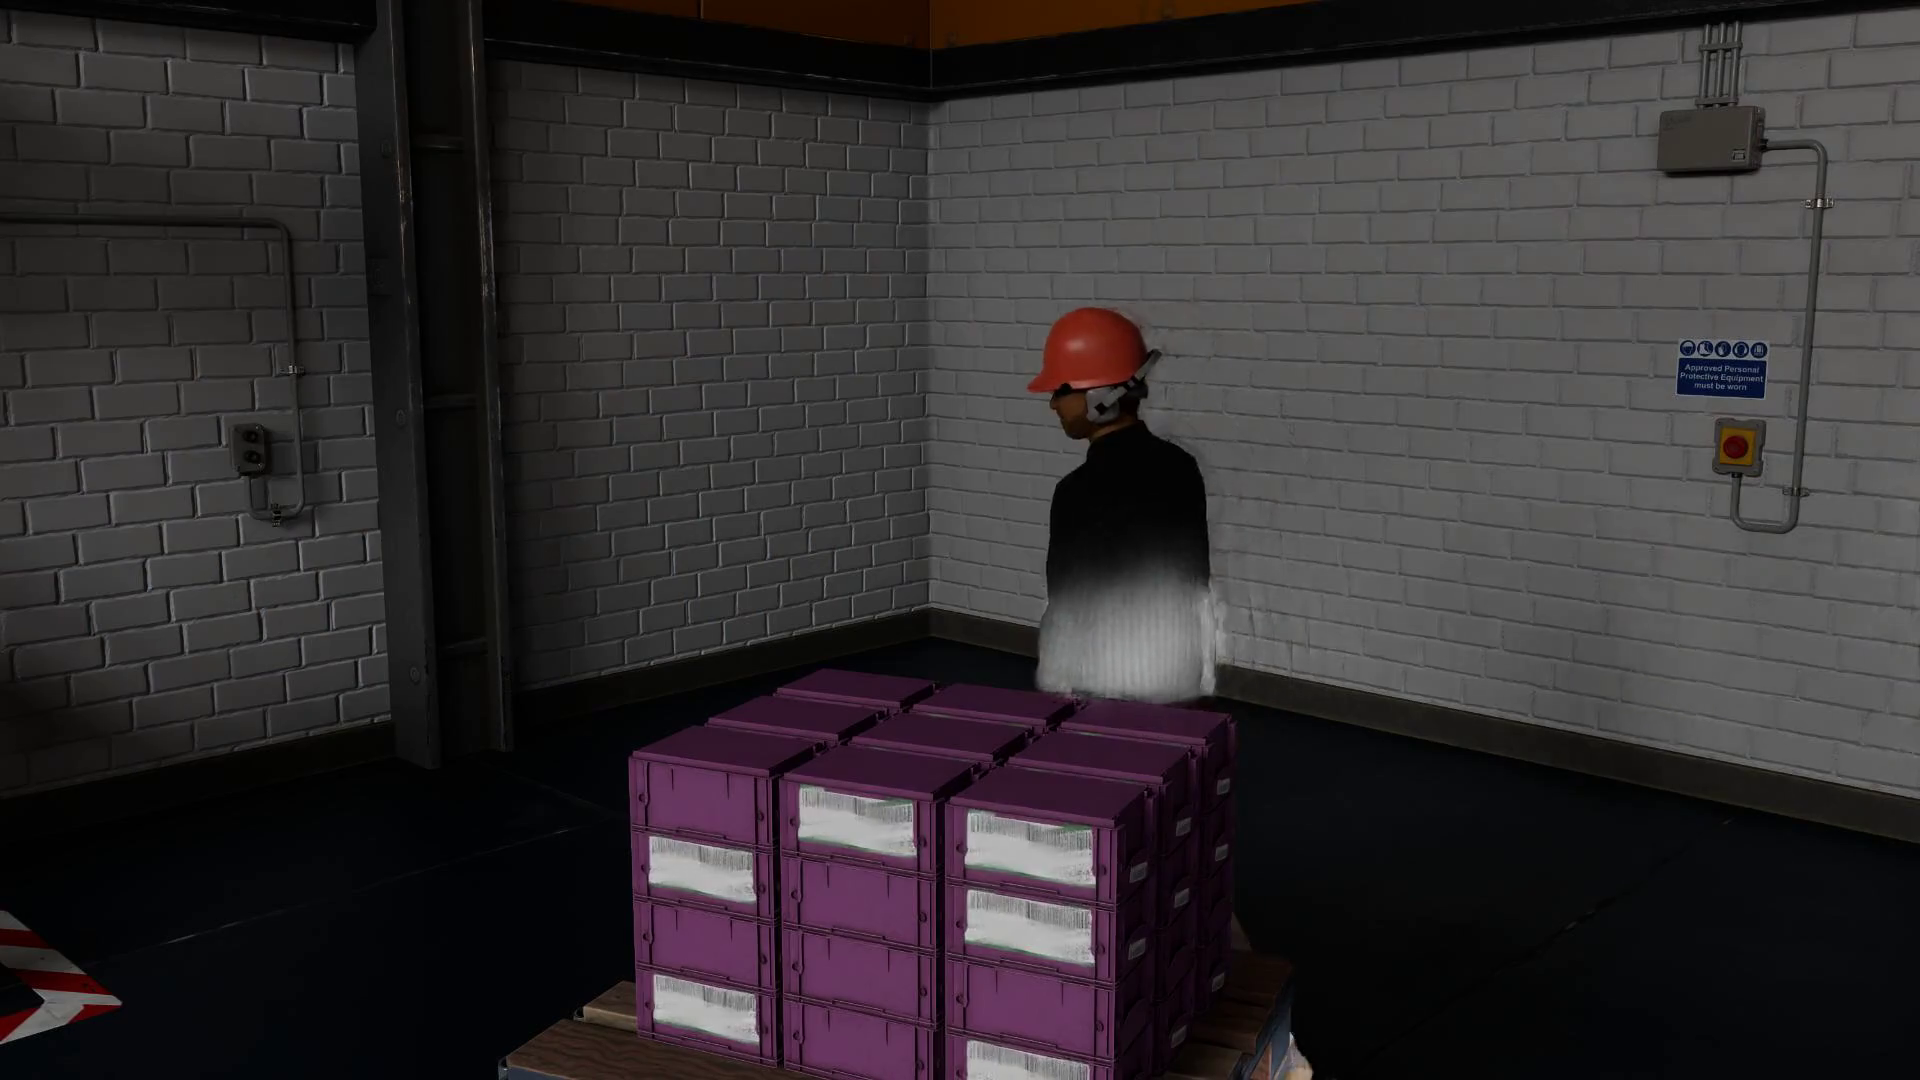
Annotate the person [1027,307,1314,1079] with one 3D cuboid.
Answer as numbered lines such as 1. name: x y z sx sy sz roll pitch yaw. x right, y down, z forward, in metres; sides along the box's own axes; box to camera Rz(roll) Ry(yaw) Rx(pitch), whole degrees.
1. person: 0.438 0.397 4.124 1.047 1.938 0.634 6 11 31
